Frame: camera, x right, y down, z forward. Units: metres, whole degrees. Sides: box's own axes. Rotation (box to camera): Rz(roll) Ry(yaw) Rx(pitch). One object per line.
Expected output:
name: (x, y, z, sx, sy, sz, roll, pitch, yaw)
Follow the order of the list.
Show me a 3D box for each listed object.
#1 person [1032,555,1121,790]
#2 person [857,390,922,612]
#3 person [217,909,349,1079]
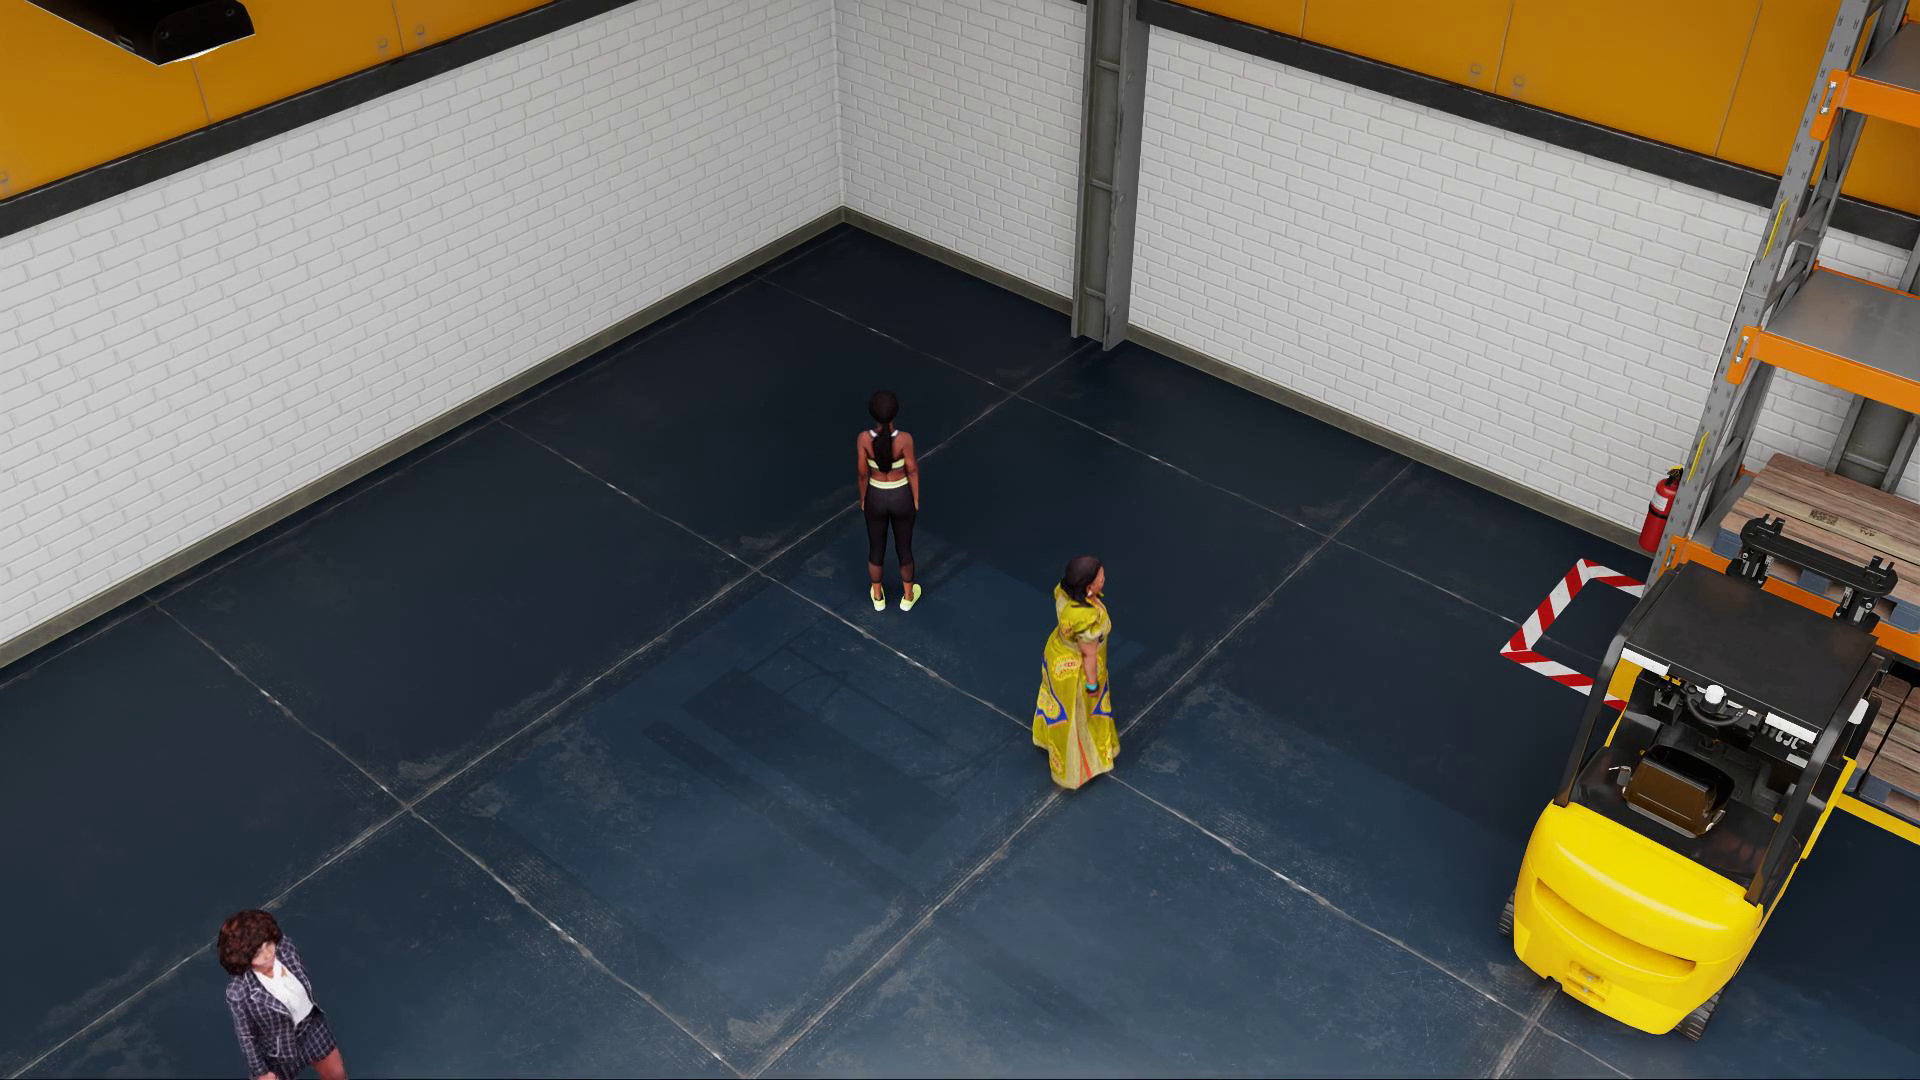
person: (0.699, 0.759, 10.046, 1.070, 1.655, 0.971, -8, 39, -10)
person: (-0.479, -0.248, 11.225, 0.621, 1.757, 0.702, 2, 39, 2)
person: (-3.292, 2.367, 8.018, 1.090, 1.673, 0.792, 17, 42, 20)
